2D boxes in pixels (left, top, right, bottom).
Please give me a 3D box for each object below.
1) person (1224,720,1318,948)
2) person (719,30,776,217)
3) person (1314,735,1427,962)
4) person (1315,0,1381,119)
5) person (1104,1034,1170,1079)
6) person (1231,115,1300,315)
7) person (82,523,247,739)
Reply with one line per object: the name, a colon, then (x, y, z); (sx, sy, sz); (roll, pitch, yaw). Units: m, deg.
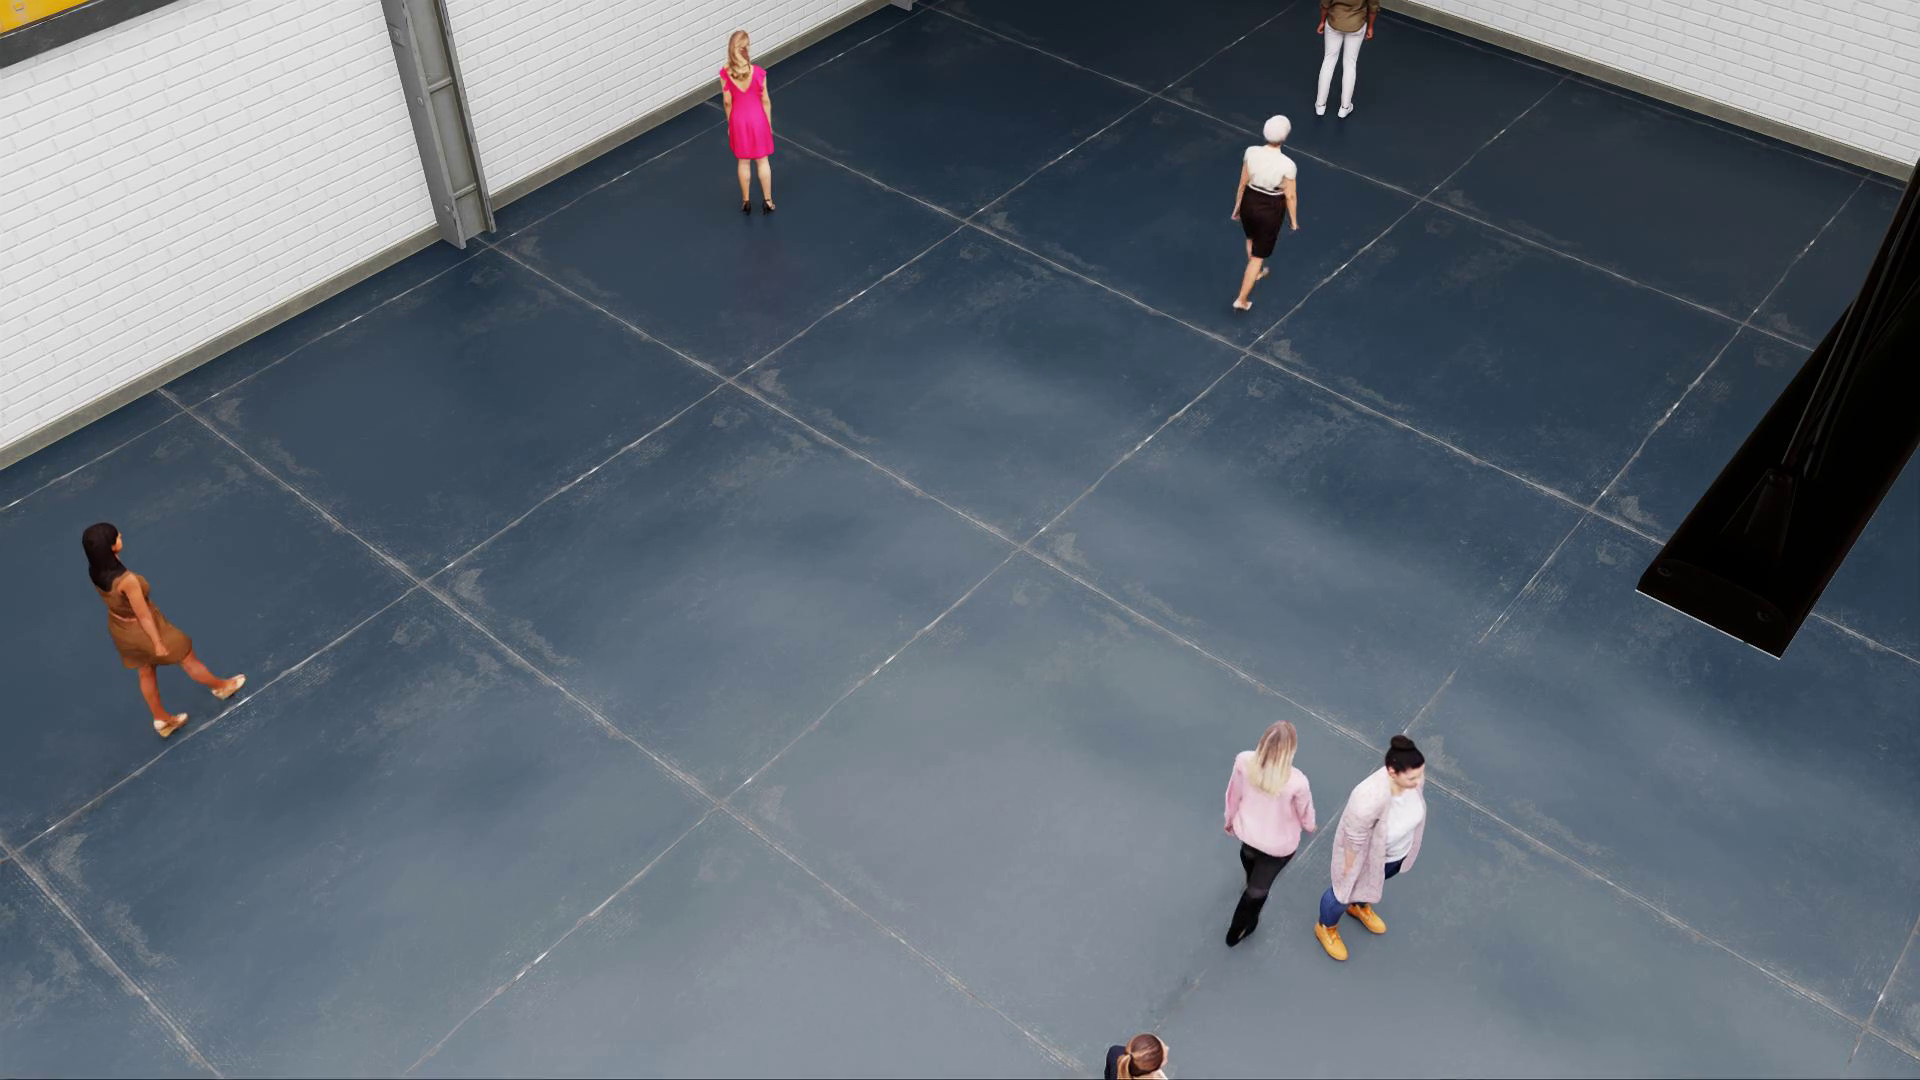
person: (1.636, 1.643, 9.071); (0.604, 1.662, 0.890); (29, 51, 27)
person: (-1.852, -3.636, 14.566); (0.670, 1.726, 0.710); (2, 44, 2)
person: (2.239, 1.634, 9.023); (0.639, 1.741, 0.802); (-27, 50, -26)
person: (3.673, -4.899, 15.819); (0.796, 1.825, 0.741); (12, 45, 12)
person: (0.813, 2.804, 7.836); (0.664, 1.684, 0.693); (-23, 48, -22)
person: (2.390, -2.577, 13.454); (0.654, 1.727, 0.910); (29, 51, 27)
person: (-5.048, 0.606, 10.154); (0.667, 1.670, 0.874); (23, 48, 23)
